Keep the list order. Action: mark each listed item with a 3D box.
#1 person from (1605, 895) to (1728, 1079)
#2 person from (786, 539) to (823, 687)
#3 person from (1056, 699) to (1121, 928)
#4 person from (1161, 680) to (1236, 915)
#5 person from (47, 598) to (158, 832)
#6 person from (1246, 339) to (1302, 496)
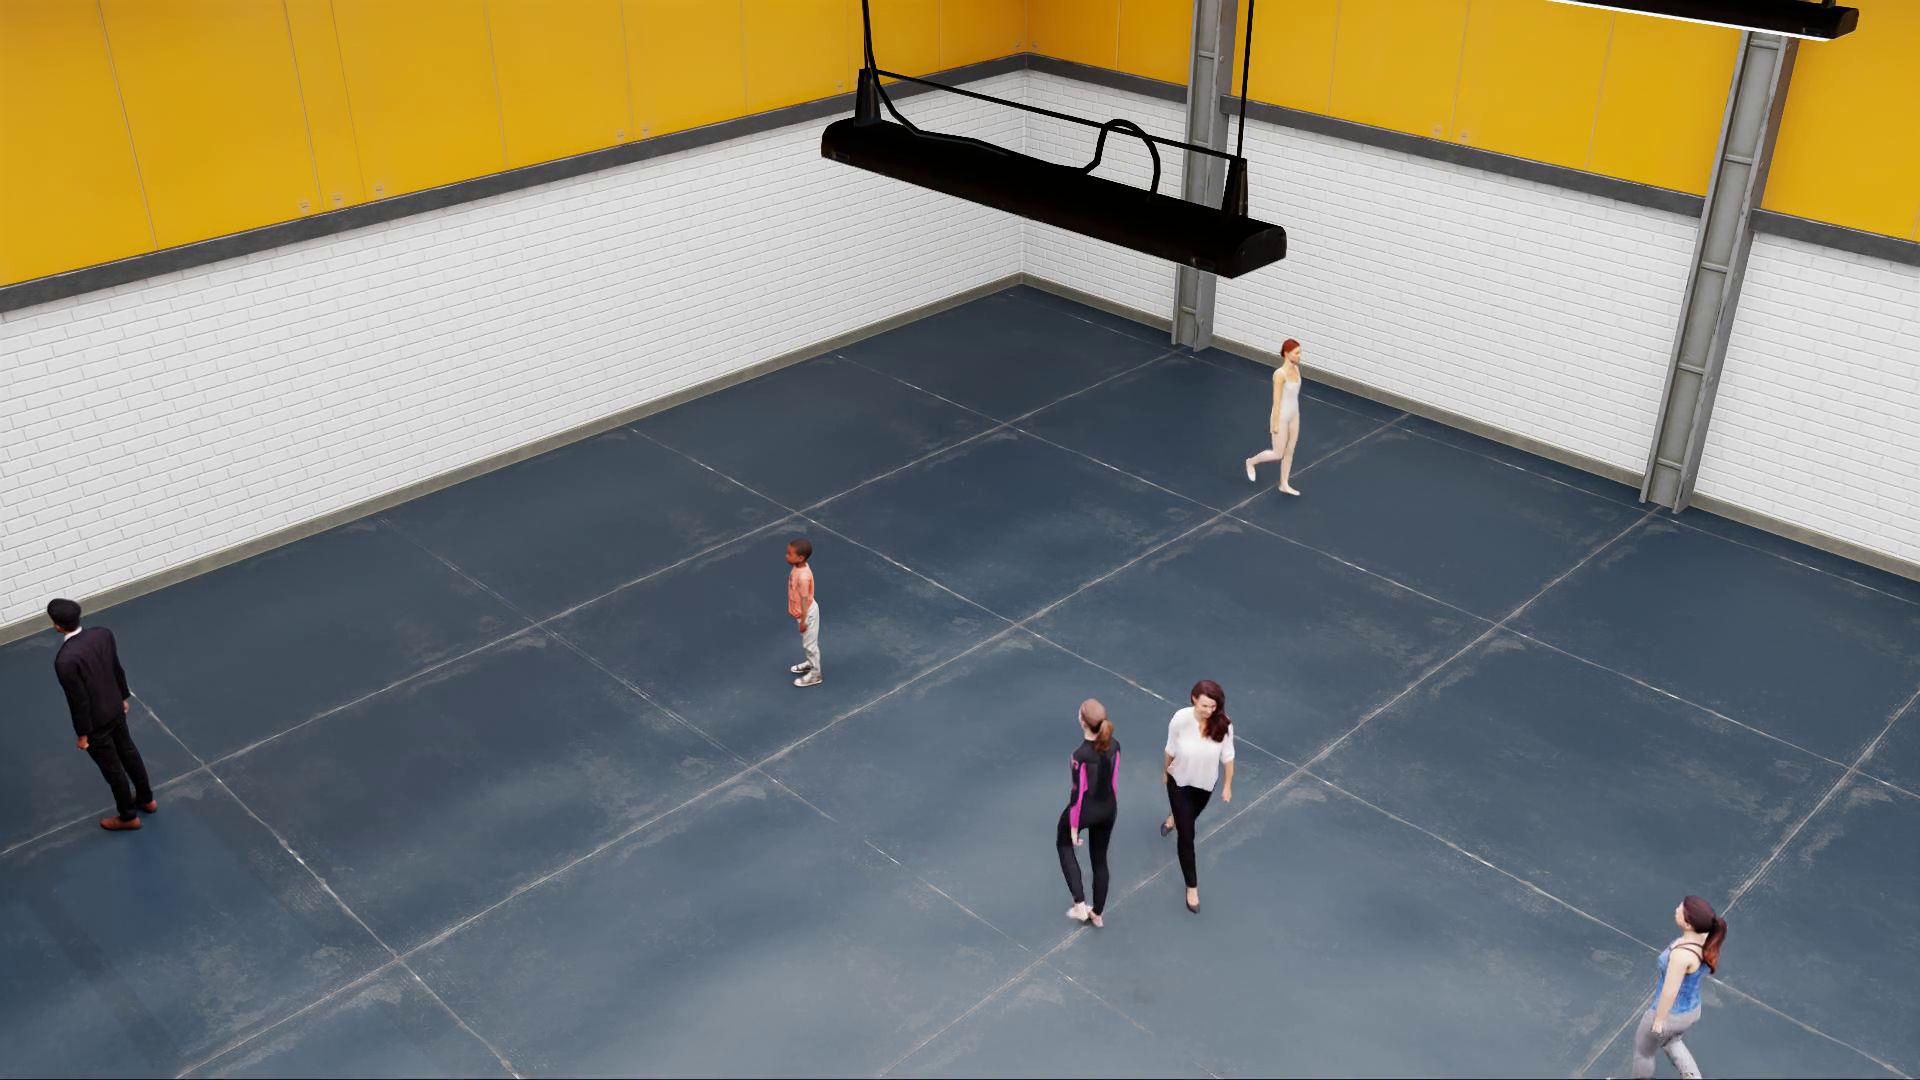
[{"bbox_3d":[4.108,2.693,9.427,0.658,1.598,0.904,-19,34,-31],"label":"person"},{"bbox_3d":[-1.261,0.570,13.623,0.603,1.307,0.521,-6,29,-11],"label":"person"},{"bbox_3d":[0.907,1.844,10.846,0.654,1.730,0.696,-13,31,-23],"label":"person"},{"bbox_3d":[1.541,1.601,11.283,1.092,1.738,1.225,-2,29,-4],"label":"person"},{"bbox_3d":[-6.109,1.230,11.818,0.778,1.877,0.774,5,29,9],"label":"person"},{"bbox_3d":[3.165,-1.229,16.582,0.807,1.632,0.581,23,36,36],"label":"person"}]
